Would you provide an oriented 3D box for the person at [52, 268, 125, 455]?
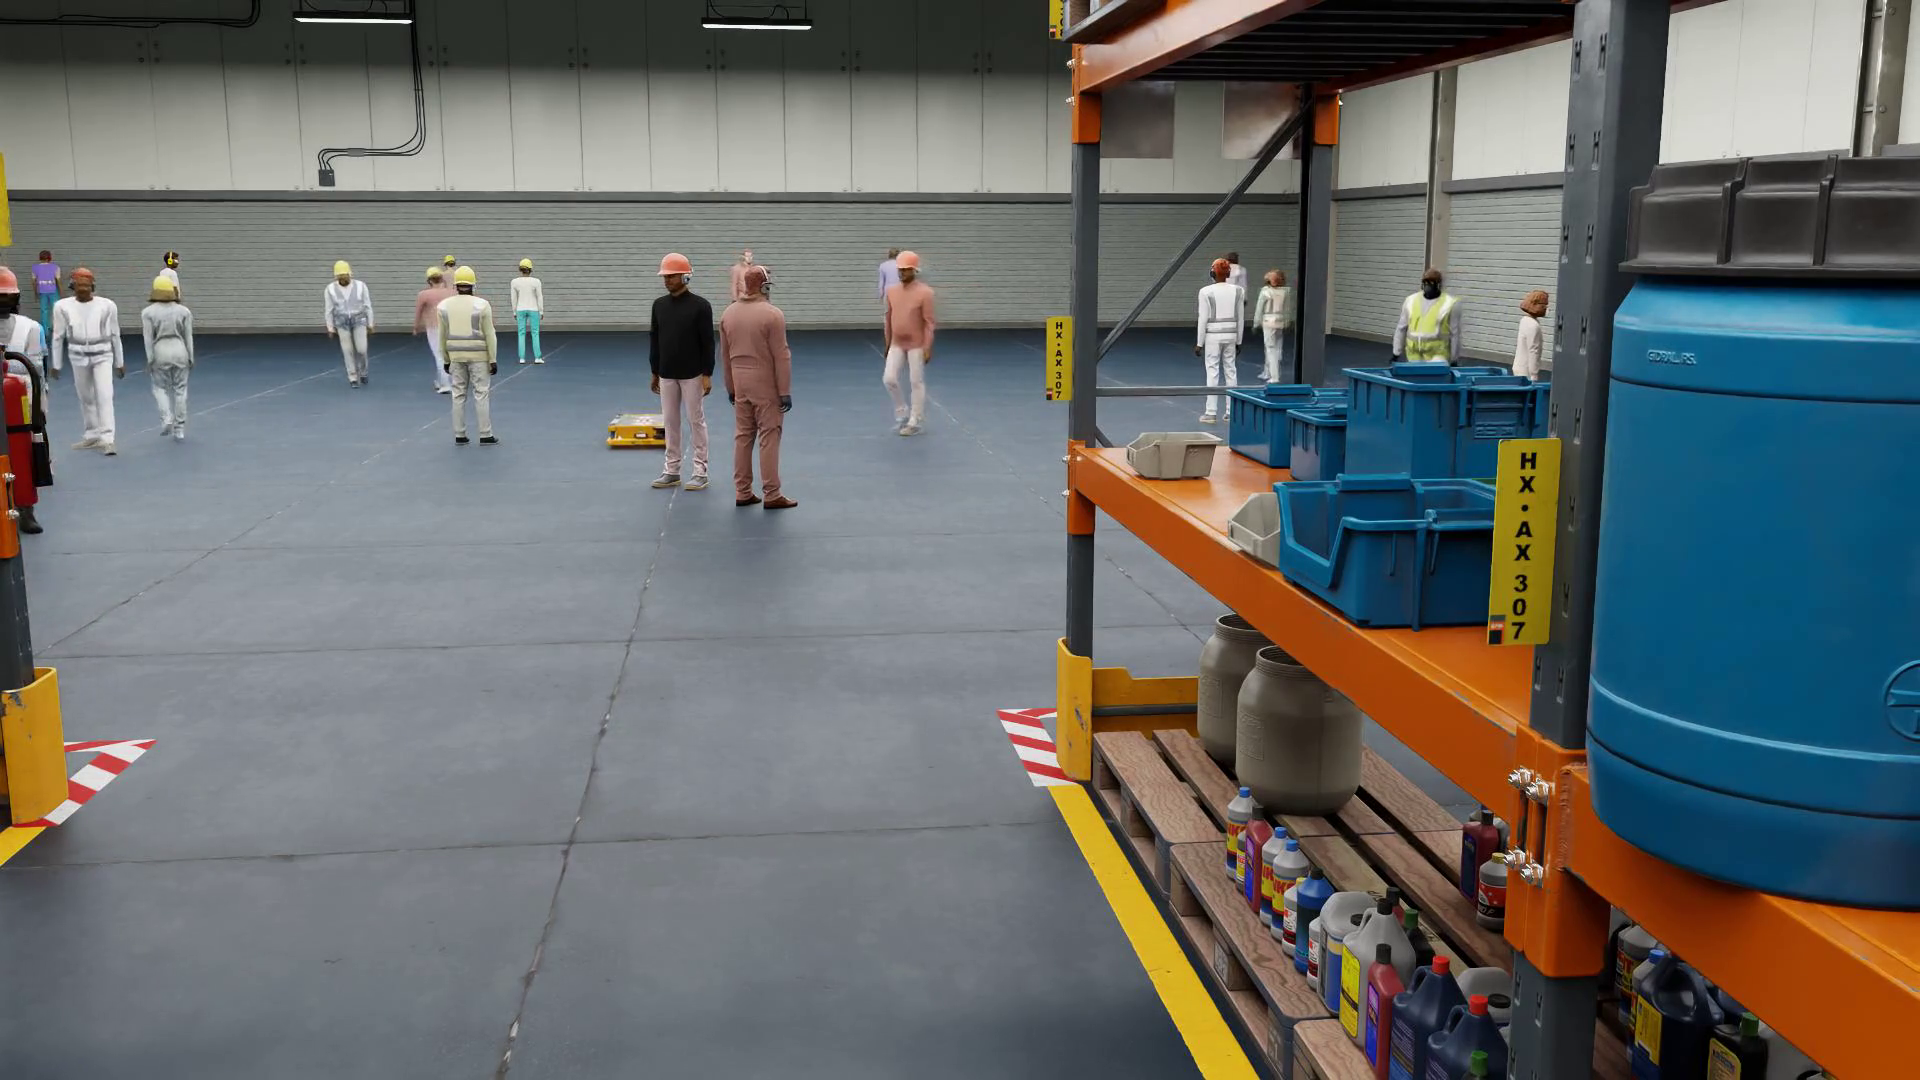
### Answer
[{"bbox_3d":[-8.632,-1.771,16.477,0.627,1.838,0.901,-3,11,-18],"label":"person"}]

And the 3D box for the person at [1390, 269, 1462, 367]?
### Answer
[{"bbox_3d":[4.888,-1.938,17.493,0.643,1.787,0.975,9,13,39],"label":"person"}]

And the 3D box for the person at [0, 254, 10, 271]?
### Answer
[{"bbox_3d":[-19.014,-4.792,32.897,0.328,1.877,0.510,5,12,27],"label":"person"}]

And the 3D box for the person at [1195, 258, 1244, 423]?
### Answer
[{"bbox_3d":[2.982,-2.279,19.098,0.573,1.883,0.353,-3,11,-16],"label":"person"}]

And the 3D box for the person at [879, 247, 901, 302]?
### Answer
[{"bbox_3d":[-1.336,-5.015,34.021,0.644,1.916,0.703,1,10,6],"label":"person"}]

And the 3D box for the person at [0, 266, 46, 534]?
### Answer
[{"bbox_3d":[-6.890,-1.001,11.981,0.541,1.924,0.571,9,14,41],"label":"person"}]

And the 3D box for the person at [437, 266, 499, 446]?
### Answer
[{"bbox_3d":[-5.005,-1.872,16.989,0.600,1.836,0.404,1,10,7],"label":"person"}]

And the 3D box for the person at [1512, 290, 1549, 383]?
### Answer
[{"bbox_3d":[5.509,-1.602,16.106,0.296,1.624,0.506,2,10,9],"label":"person"}]

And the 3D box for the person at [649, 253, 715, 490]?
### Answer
[{"bbox_3d":[-2.365,-1.416,14.059,0.626,1.992,0.387,5,11,25],"label":"person"}]

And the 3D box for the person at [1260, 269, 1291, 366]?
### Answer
[{"bbox_3d":[5.268,-3.724,27.820,0.508,1.599,0.844,1,10,3],"label":"person"}]

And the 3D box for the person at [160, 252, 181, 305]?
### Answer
[{"bbox_3d":[-13.854,-4.123,29.265,0.514,1.864,0.332,8,13,37],"label":"person"}]

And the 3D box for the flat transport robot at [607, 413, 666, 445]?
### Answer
[{"bbox_3d":[-3.305,-1.164,17.409,0.652,0.197,1.431,-1,10,-6],"label":"flat transport robot"}]

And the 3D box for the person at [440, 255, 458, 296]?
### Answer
[{"bbox_3d":[-10.232,-4.845,33.485,0.524,1.769,0.325,-9,14,-42],"label":"person"}]

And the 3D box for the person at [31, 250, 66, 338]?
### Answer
[{"bbox_3d":[-19.333,-5.208,35.253,0.565,1.847,0.396,-2,11,-13],"label":"person"}]

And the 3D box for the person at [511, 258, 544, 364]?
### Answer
[{"bbox_3d":[-7.268,-3.839,27.974,0.525,1.769,0.312,0,10,-3],"label":"person"}]

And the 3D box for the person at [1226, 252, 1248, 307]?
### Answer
[{"bbox_3d":[5.423,-4.821,33.172,0.645,1.827,0.447,6,12,30],"label":"person"}]

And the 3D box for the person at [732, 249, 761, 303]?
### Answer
[{"bbox_3d":[-4.189,-4.839,33.119,0.656,1.888,0.504,-5,11,-26],"label":"person"}]

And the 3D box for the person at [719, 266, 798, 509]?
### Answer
[{"bbox_3d":[-1.569,-1.196,13.101,0.654,1.905,0.408,7,13,35],"label":"person"}]

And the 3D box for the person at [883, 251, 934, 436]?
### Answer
[{"bbox_3d":[-0.571,-2.088,17.777,0.650,1.977,0.476,6,12,29],"label":"person"}]

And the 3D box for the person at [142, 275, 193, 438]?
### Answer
[{"bbox_3d":[-8.390,-1.937,17.650,0.489,1.731,0.361,-7,12,-32],"label":"person"}]

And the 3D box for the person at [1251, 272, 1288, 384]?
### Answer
[{"bbox_3d":[4.498,-3.110,24.405,0.518,1.613,0.729,-7,13,-34],"label":"person"}]

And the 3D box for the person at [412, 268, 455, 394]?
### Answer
[{"bbox_3d":[-7.182,-2.873,22.824,0.541,1.698,0.932,-7,12,-34],"label":"person"}]

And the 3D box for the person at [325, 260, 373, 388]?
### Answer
[{"bbox_3d":[-8.591,-3.026,23.395,0.629,1.807,0.466,-3,11,-18],"label":"person"}]

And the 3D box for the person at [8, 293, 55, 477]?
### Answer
[{"bbox_3d":[-8.264,-1.362,14.574,0.535,1.699,0.322,-7,12,-32],"label":"person"}]
